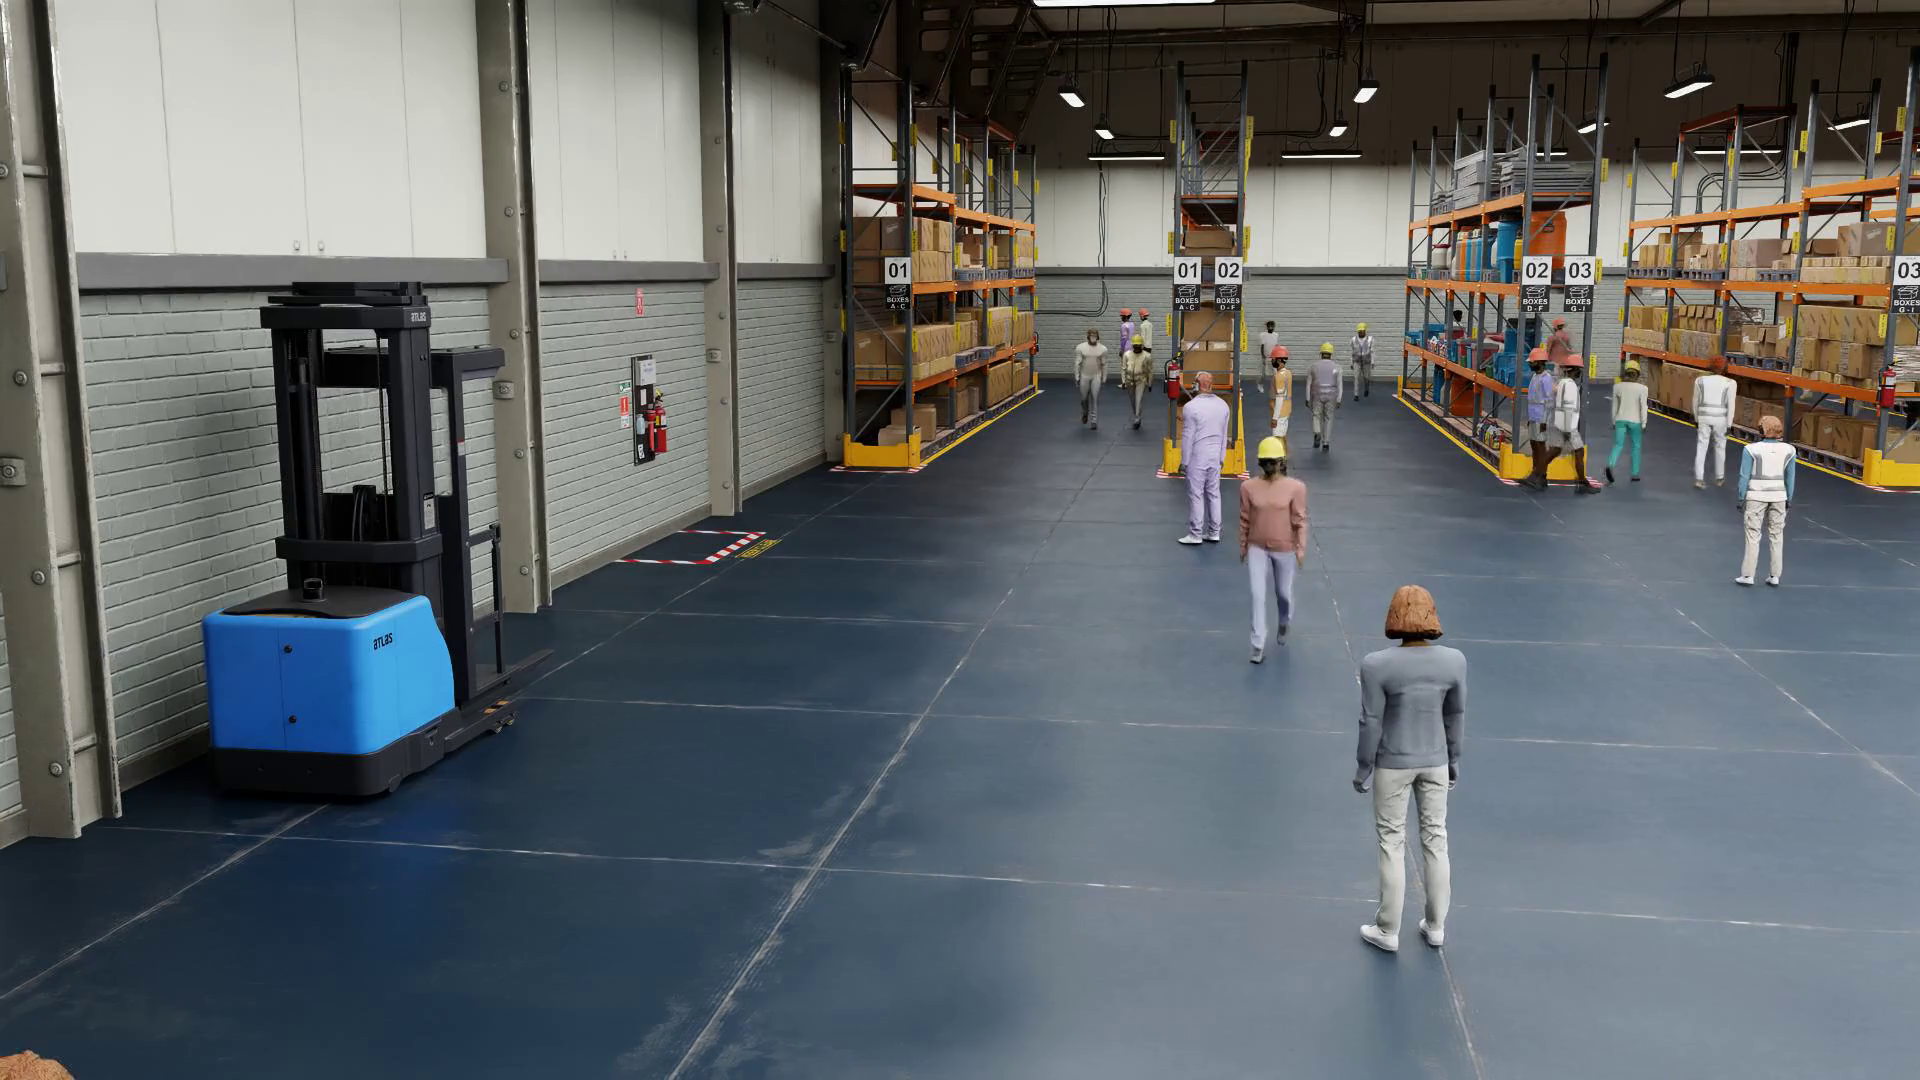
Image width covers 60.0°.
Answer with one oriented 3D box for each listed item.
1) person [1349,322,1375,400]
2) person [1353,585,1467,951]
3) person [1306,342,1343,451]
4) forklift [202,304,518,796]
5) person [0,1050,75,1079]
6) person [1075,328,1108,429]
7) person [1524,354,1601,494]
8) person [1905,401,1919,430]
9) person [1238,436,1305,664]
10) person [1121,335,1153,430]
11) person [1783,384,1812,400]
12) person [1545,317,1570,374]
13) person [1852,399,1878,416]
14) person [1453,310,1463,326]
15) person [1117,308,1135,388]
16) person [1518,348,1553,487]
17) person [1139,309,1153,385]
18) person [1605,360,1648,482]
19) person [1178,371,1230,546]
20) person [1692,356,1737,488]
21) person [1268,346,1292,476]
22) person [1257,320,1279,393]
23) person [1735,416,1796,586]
[{"bbox_3d":[9.400,-4.182,38.865,0.598,1.808,0.694,3,10,19],"label":"person"},{"bbox_3d":[1.993,1.008,7.400,0.503,1.631,0.283,-2,9,-10],"label":"person"},{"bbox_3d":[6.104,-2.401,27.858,0.610,1.813,0.445,2,9,10],"label":"person"},{"bbox_3d":[-3.673,-0.038,10.147,1.129,2.768,1.873,1,9,9],"label":"forklift"},{"bbox_3d":[-1.697,1.714,3.160,0.519,1.584,0.850,0,9,-1],"label":"person"},{"bbox_3d":[2.521,-3.105,31.886,0.644,1.920,0.512,1,9,3],"label":"person"},{"bbox_3d":[8.210,-1.582,22.626,0.975,1.891,0.543,1,9,8],"label":"person"},{"bbox_3d":[16.488,-2.524,28.484,0.594,1.870,0.937,3,10,20],"label":"person"},{"bbox_3d":[2.441,0.042,13.010,0.525,1.741,0.780,3,10,17],"label":"person"},{"bbox_3d":[3.406,-3.049,31.927,0.576,1.799,0.877,4,10,23],"label":"person"},{"bbox_3d":[19.521,-4.172,38.845,0.934,1.805,0.637,2,9,11],"label":"person"},{"bbox_3d":[13.560,-4.055,37.635,0.607,1.966,0.952,-5,11,-31],"label":"person"},{"bbox_3d":[17.830,-3.051,32.636,0.535,1.569,0.971,-1,9,-6],"label":"person"},{"bbox_3d":[13.285,-5.184,44.567,0.364,1.965,0.609,-4,10,-21],"label":"person"},{"bbox_3d":[4.259,-4.928,42.752,0.374,2.044,0.606,5,11,29],"label":"person"},{"bbox_3d":[8.047,-1.709,23.227,0.374,1.935,0.552,0,9,-2],"label":"person"},{"bbox_3d":[4.899,-5.128,44.146,0.392,1.990,0.612,5,11,29],"label":"person"},{"bbox_3d":[9.527,-1.695,23.747,0.525,1.740,0.776,8,12,41],"label":"person"},{"bbox_3d":[2.657,-0.902,18.346,0.651,1.905,0.403,-7,11,-35],"label":"person"},{"bbox_3d":[10.473,-1.642,23.151,0.580,1.840,0.973,6,11,34],"label":"person"},{"bbox_3d":[4.572,-1.819,23.899,0.361,1.938,0.545,4,10,21],"label":"person"},{"bbox_3d":[7.512,-4.450,40.500,0.511,1.830,0.762,-2,9,-11],"label":"person"},{"bbox_3d":[7.712,-0.371,15.924,0.527,1.632,0.315,0,9,2],"label":"person"}]
